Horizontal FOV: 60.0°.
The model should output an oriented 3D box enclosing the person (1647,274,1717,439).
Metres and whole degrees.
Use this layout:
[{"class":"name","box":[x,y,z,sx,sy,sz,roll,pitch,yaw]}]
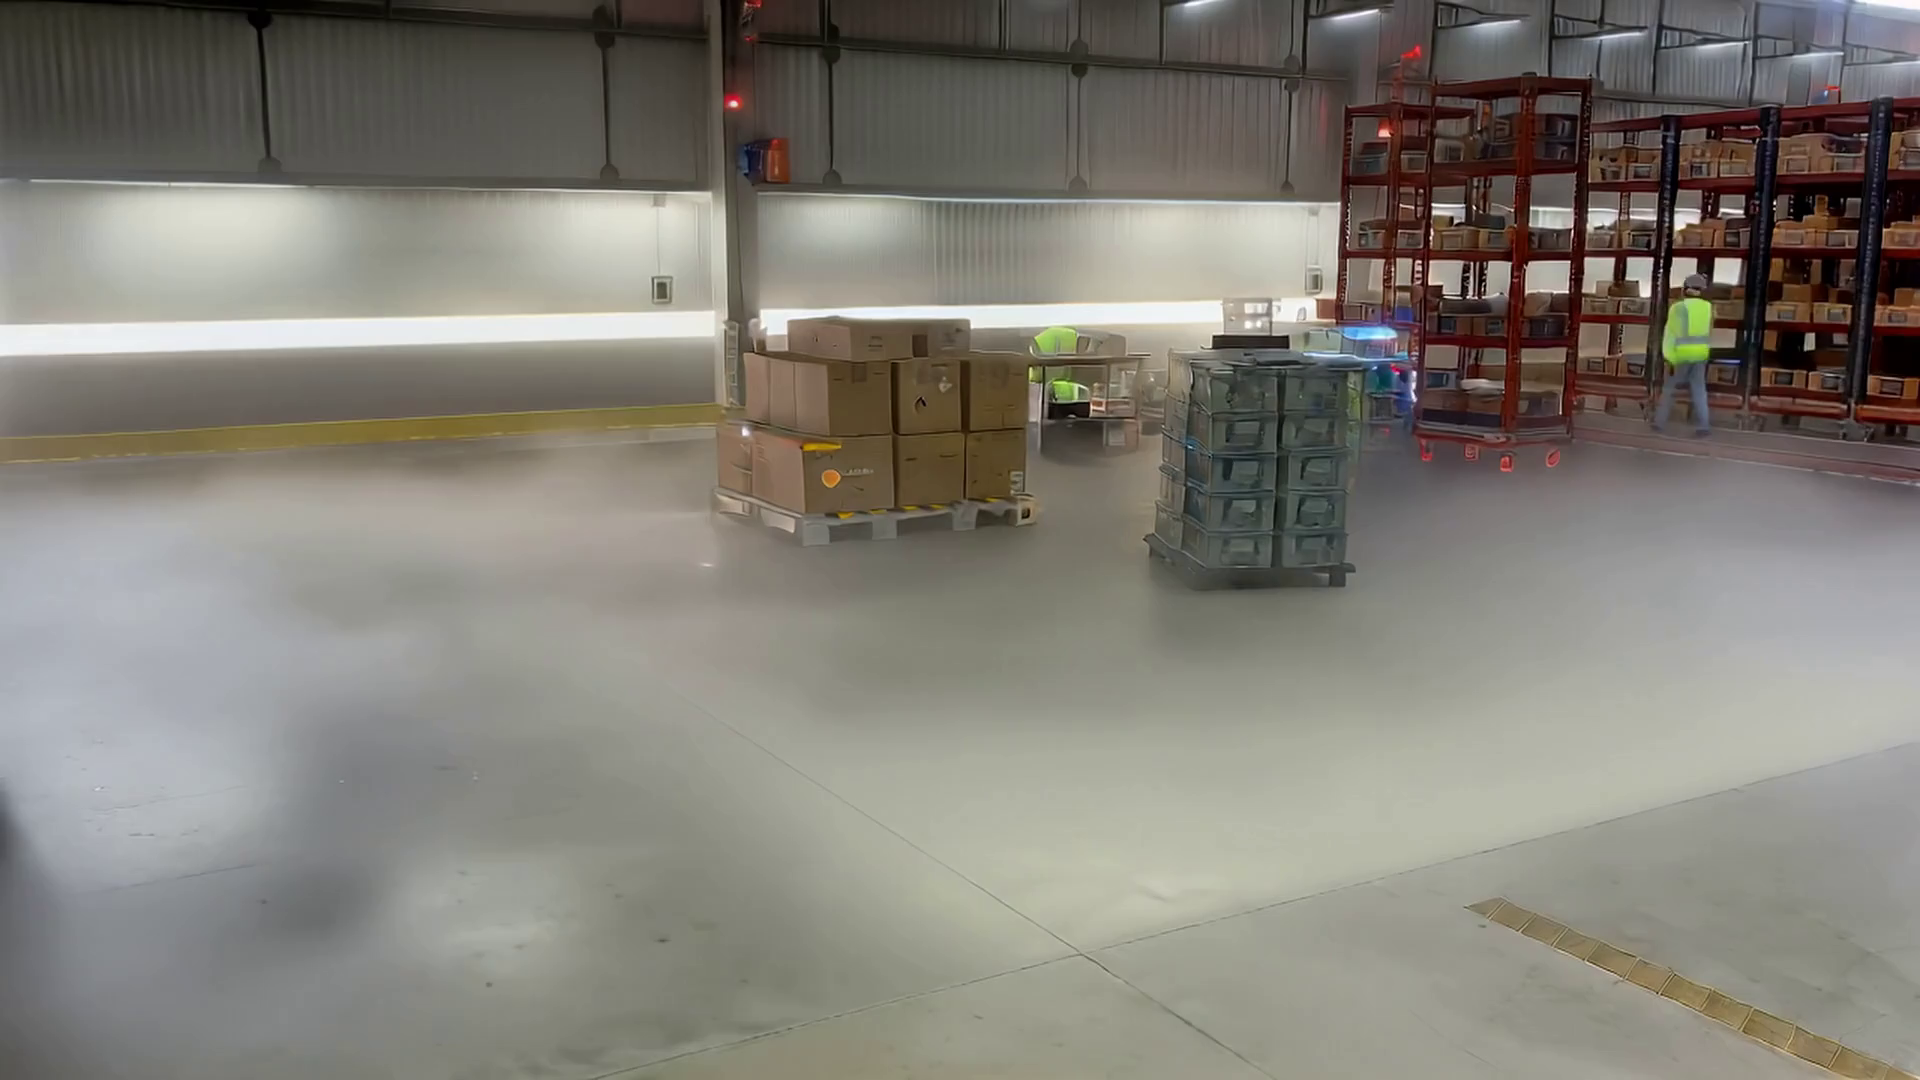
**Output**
[{"class":"person","box":[7.897,-1.987,18.062,0.610,1.781,0.917,-2,10,-12]}]
